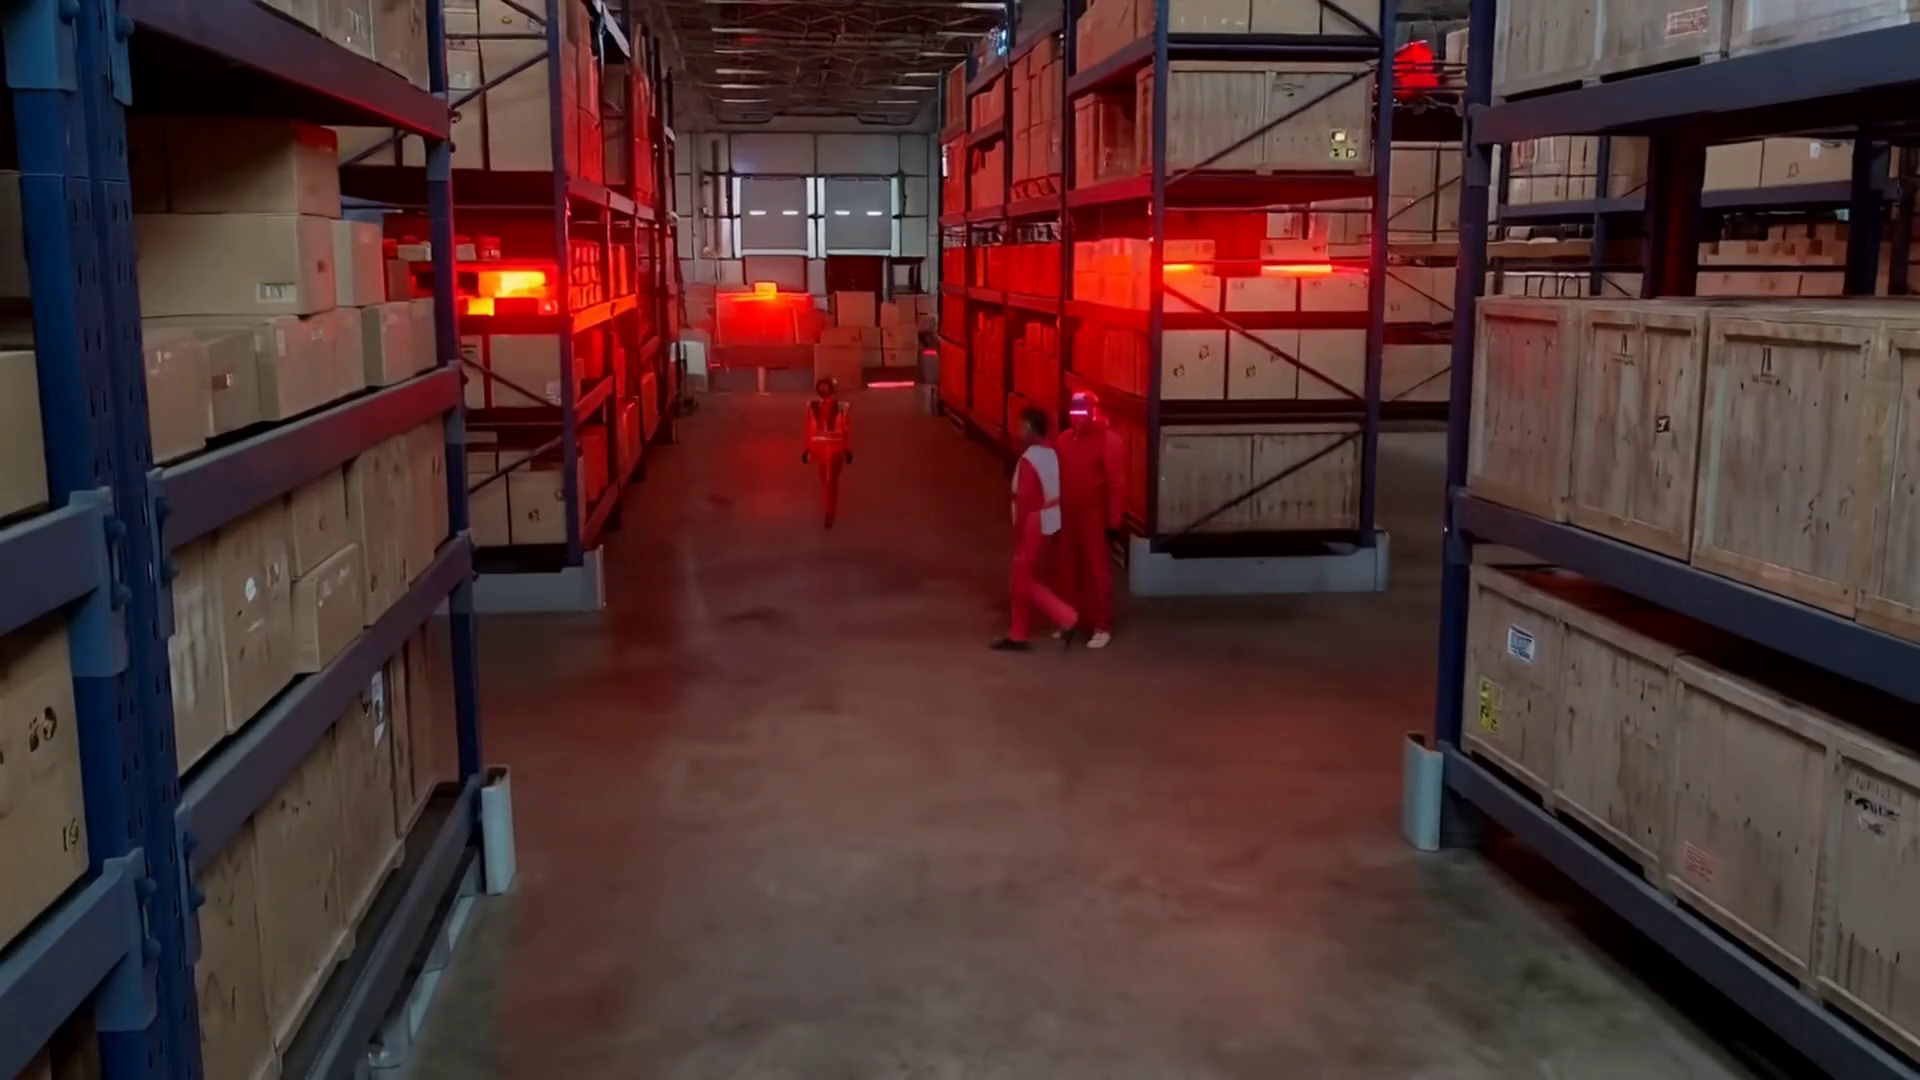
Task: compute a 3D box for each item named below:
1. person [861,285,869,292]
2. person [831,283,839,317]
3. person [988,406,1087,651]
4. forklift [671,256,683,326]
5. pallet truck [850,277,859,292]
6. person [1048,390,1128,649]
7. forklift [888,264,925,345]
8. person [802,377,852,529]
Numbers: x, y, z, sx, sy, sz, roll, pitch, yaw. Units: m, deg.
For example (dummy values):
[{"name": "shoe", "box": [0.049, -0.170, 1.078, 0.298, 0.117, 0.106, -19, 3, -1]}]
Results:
[{"name": "person", "box": [-2.984, -7.104, 52.719, 0.631, 1.916, 0.660, -4, 10, -21]}, {"name": "person", "box": [-4.597, -8.572, 61.550, 1.014, 1.824, 0.583, -9, 13, -41]}, {"name": "person", "box": [0.547, -0.058, 12.012, 0.682, 1.806, 0.591, 3, 10, 15]}, {"name": "forklift", "box": [-10.866, -8.982, 60.854, 1.129, 2.768, 1.873, -4, 11, -22]}, {"name": "pallet truck", "box": [-3.782, -9.391, 65.808, 1.885, 1.965, 0.823, 2, 10, 10]}, {"name": "person", "box": [0.923, -0.158, 12.328, 0.659, 1.909, 0.404, 8, 13, 40]}, {"name": "forklift", "box": [-1.879, -7.661, 53.164, 1.129, 2.768, 1.873, -2, 10, -14]}, {"name": "person", "box": [-1.418, -0.964, 17.892, 0.528, 1.603, 0.830, 1, 10, 8]}]
